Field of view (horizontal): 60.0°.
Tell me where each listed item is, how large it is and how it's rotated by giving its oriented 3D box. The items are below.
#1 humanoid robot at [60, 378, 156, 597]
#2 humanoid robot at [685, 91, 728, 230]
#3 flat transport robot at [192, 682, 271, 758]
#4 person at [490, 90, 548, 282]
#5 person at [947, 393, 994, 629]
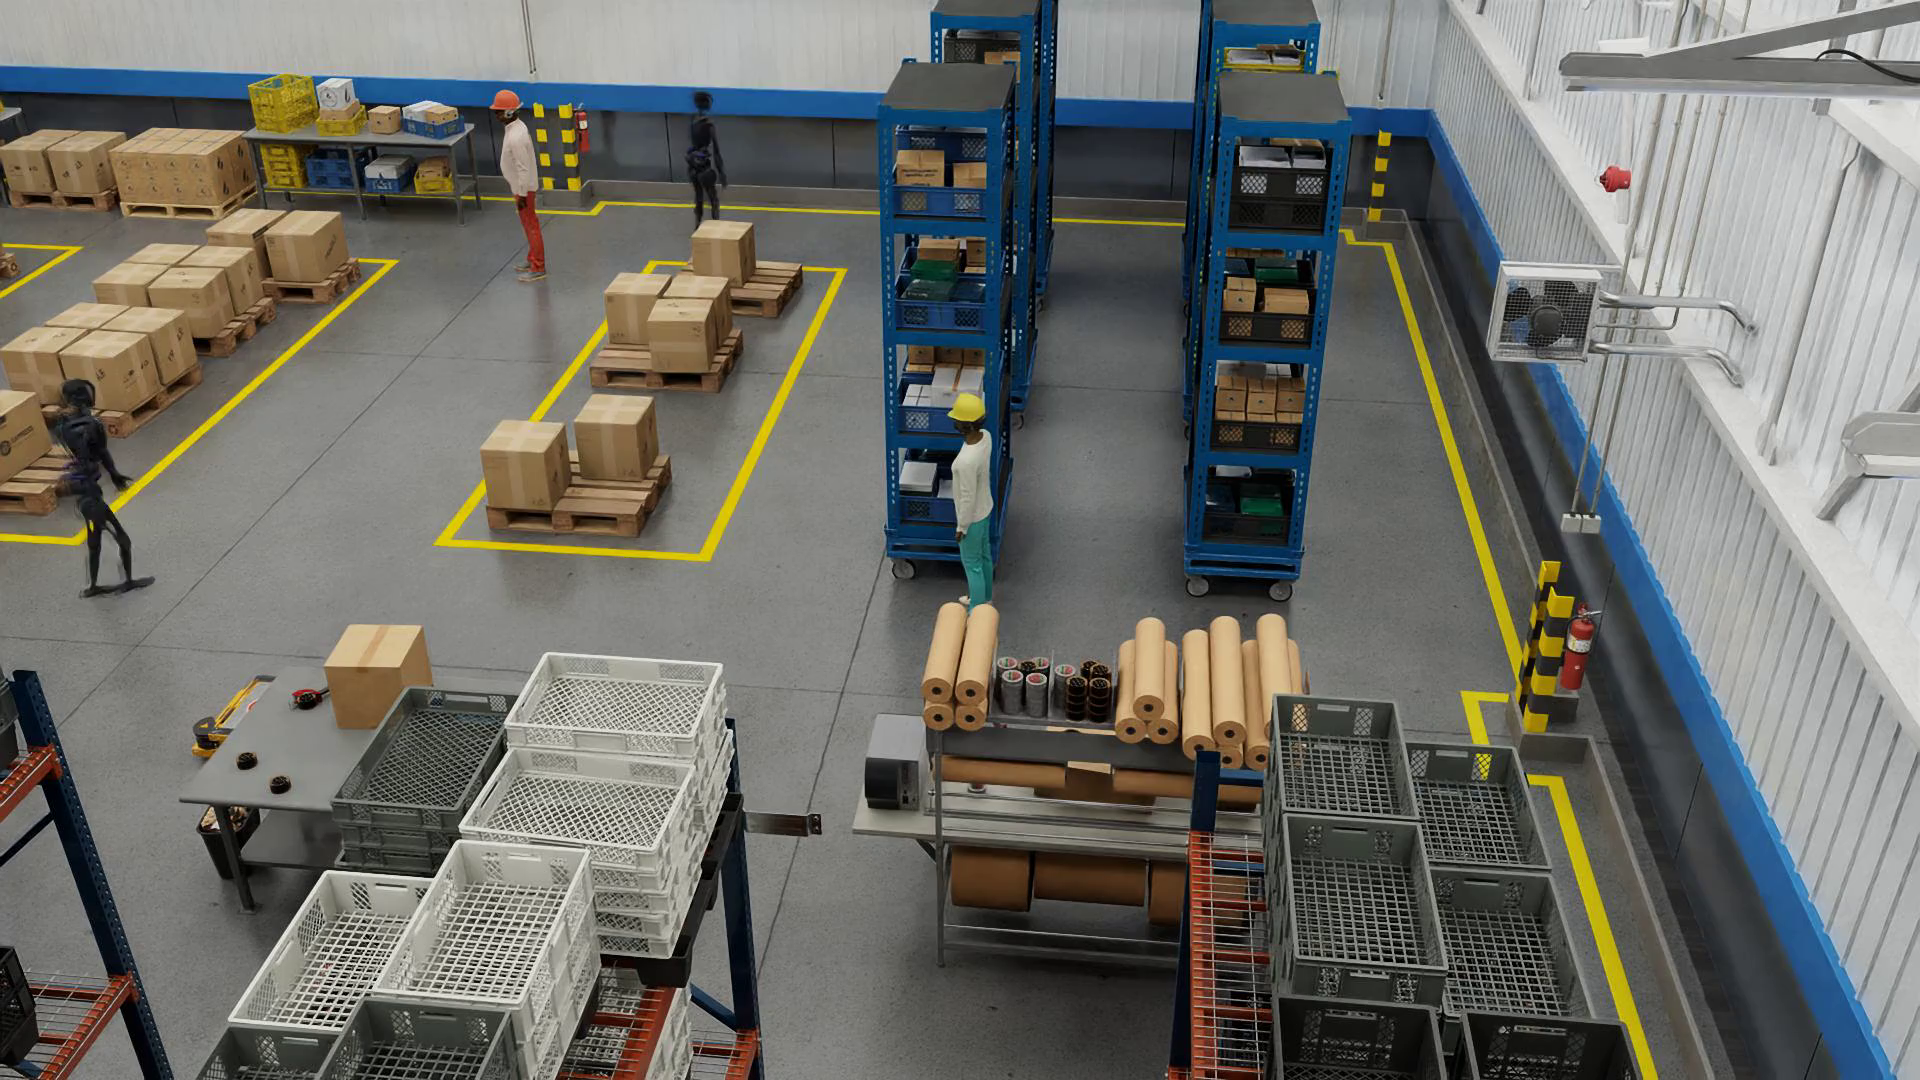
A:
[{"bbox_3d":[-6.204,-0.361,11.913,0.581,1.628,0.594,-17,34,-27],"label":"humanoid robot"},{"bbox_3d":[-2.811,-4.119,18.382,0.444,1.644,0.610,-21,36,-32],"label":"humanoid robot"},{"bbox_3d":[-4.089,1.163,10.648,1.431,0.197,0.652,3,30,6],"label":"flat transport robot"},{"bbox_3d":[-4.569,-3.679,17.277,0.381,1.995,0.609,-8,31,-13],"label":"person"},{"bbox_3d":[0.064,-0.200,11.527,0.317,1.767,0.533,8,31,14],"label":"person"}]
